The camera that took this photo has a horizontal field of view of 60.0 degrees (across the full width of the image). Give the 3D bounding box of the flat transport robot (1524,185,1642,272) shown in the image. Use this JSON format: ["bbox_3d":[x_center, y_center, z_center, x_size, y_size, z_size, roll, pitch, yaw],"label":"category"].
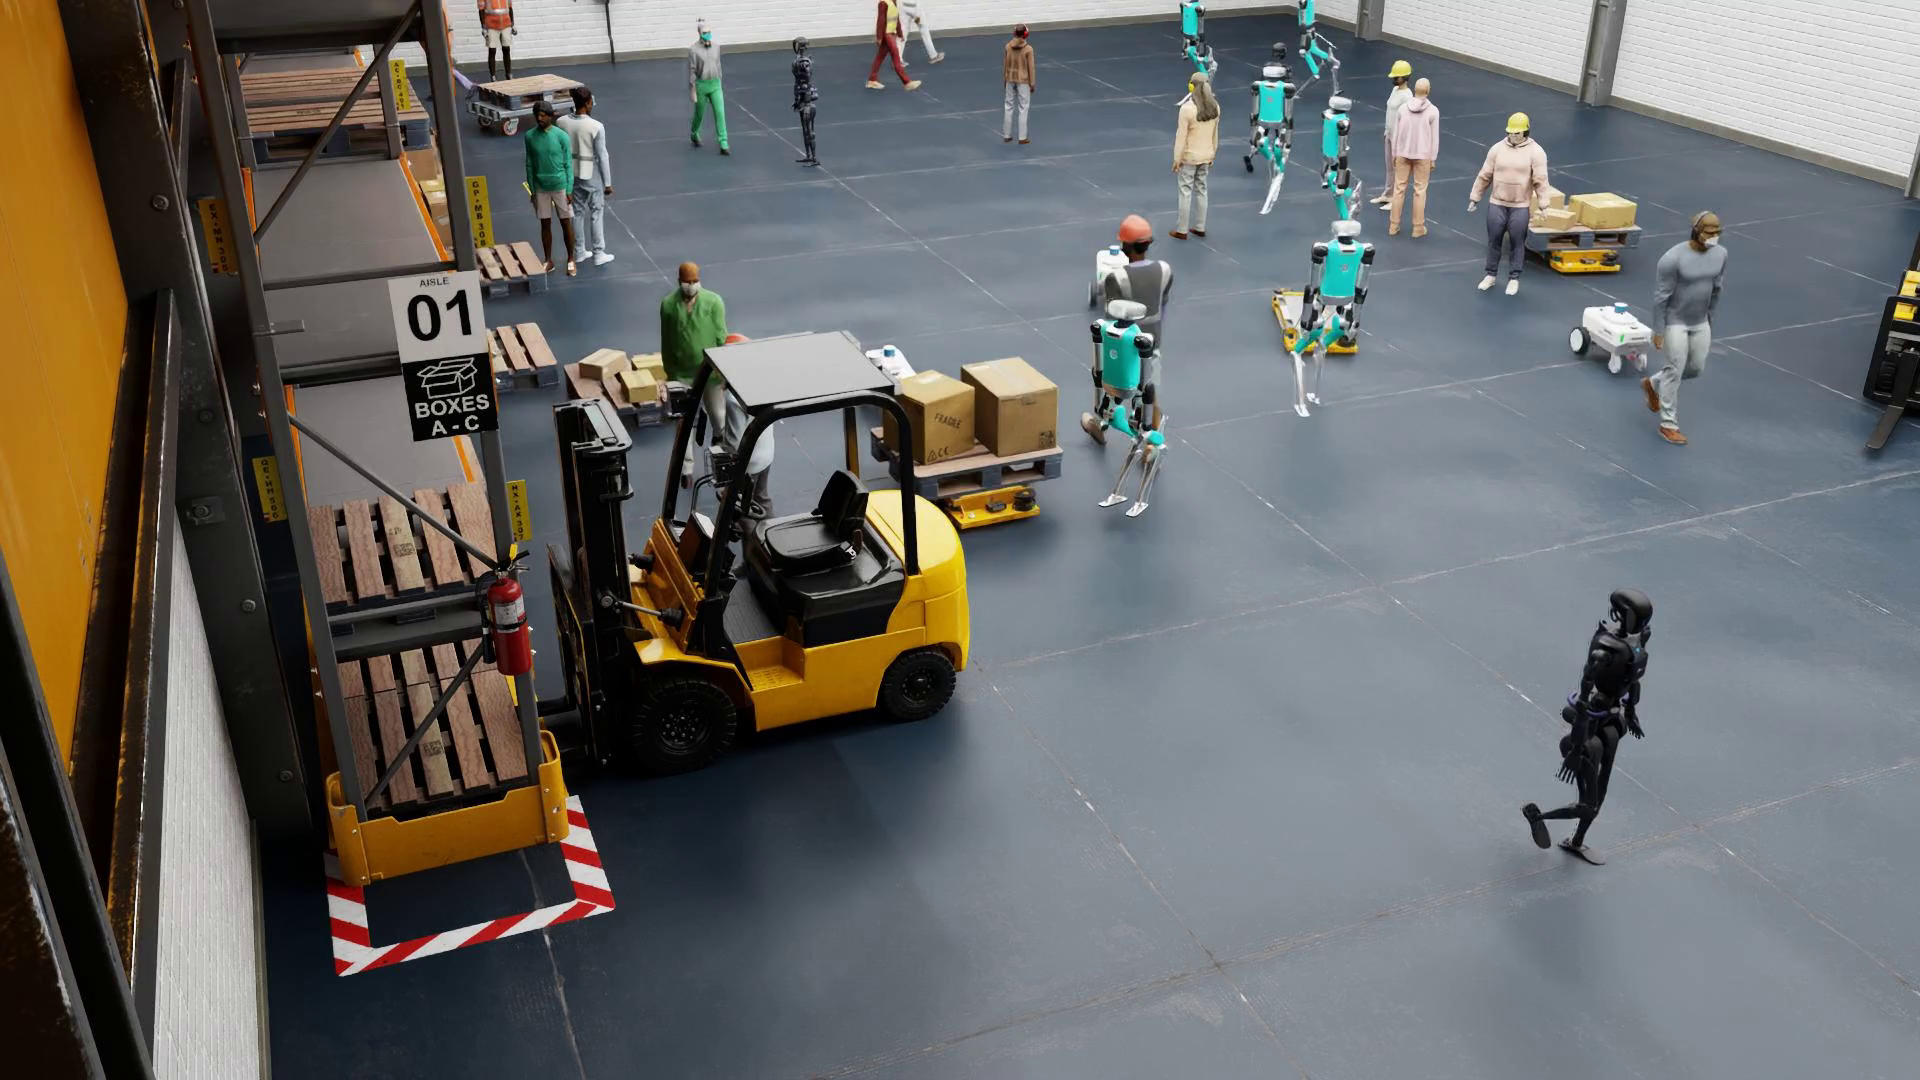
[{"bbox_3d":[6.725,-3.267,18.485,0.659,0.231,1.431,-2,27,-4],"label":"flat transport robot"}]

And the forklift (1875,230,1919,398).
[{"bbox_3d":[9.029,-2.397,14.618,1.214,2.155,2.313,18,32,32],"label":"forklift"}]

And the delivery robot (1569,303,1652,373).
[{"bbox_3d":[6.088,-1.907,15.484,0.499,0.614,0.817,-5,27,-10],"label":"delivery robot"}]

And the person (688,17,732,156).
[{"bbox_3d":[-3.463,-6.176,22.568,0.544,1.803,0.927,-17,31,-30],"label":"person"}]

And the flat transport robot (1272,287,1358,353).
[{"bbox_3d":[3.457,-2.150,16.264,0.659,0.231,1.431,2,27,3],"label":"flat transport robot"}]

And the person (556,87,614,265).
[{"bbox_3d":[-4.041,-3.918,17.962,0.596,1.907,0.408,10,28,20],"label":"person"}]

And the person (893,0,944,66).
[{"bbox_3d":[-0.743,-8.931,28.019,1.000,1.829,0.580,-23,34,-37],"label":"person"}]

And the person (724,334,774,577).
[{"bbox_3d":[-1.474,-0.590,11.525,0.350,1.737,0.572,9,28,17],"label":"person"}]

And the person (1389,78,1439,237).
[{"bbox_3d":[5.168,-4.345,18.944,0.520,1.783,0.403,13,29,24],"label":"person"}]

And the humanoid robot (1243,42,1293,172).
[{"bbox_3d":[4.024,-5.615,21.605,0.634,1.634,0.589,-20,33,-35],"label":"humanoid robot"}]

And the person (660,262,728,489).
[{"bbox_3d":[-2.060,-1.357,13.037,0.545,1.759,0.778,-3,27,-6],"label":"person"}]

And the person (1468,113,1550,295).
[{"bbox_3d":[5.676,-3.480,17.148,0.813,1.856,0.436,15,30,28],"label":"person"}]

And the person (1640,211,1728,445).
[{"bbox_3d":[5.948,-1.790,13.713,0.650,1.919,0.730,-8,28,-16],"label":"person"}]

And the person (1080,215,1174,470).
[{"bbox_3d":[1.351,-1.610,13.271,0.608,1.999,0.978,-9,28,-18],"label":"person"}]

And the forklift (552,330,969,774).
[{"bbox_3d":[-1.094,0.010,9.831,2.313,2.155,1.214,-10,28,-20],"label":"forklift"}]

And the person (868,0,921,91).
[{"bbox_3d":[-1.067,-7.975,26.239,0.941,1.712,0.474,7,28,14],"label":"person"}]

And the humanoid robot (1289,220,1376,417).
[{"bbox_3d":[3.103,-1.917,14.207,0.554,1.805,0.826,-3,27,-6],"label":"humanoid robot"}]

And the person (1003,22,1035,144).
[{"bbox_3d":[0.810,-6.306,23.000,0.473,1.642,0.333,11,29,21],"label":"person"}]

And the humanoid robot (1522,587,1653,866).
[{"bbox_3d":[3.259,0.935,8.569,0.615,1.645,0.408,-21,33,-35],"label":"humanoid robot"}]

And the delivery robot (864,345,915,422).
[{"bbox_3d":[-0.615,-1.396,14.467,0.499,0.613,0.796,-7,27,-13],"label":"delivery robot"}]

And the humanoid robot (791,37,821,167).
[{"bbox_3d":[-2.043,-5.771,21.883,0.315,1.657,0.599,-9,28,-18],"label":"humanoid robot"}]

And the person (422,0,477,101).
[{"bbox_3d":[-7.901,-7.625,25.435,0.823,1.813,0.584,-2,27,-3],"label":"person"}]

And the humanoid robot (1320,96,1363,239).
[{"bbox_3d":[4.274,-3.938,18.252,0.757,1.845,0.553,-6,27,-11],"label":"humanoid robot"}]

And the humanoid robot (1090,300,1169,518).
[{"bbox_3d":[1.317,-1.006,12.205,0.533,1.677,0.735,23,35,38],"label":"humanoid robot"}]

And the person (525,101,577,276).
[{"bbox_3d":[-4.337,-3.735,17.659,0.494,1.850,0.396,0,27,1],"label":"person"}]

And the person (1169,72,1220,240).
[{"bbox_3d":[2.676,-4.341,18.851,0.566,1.867,0.415,-15,30,-27],"label":"person"}]

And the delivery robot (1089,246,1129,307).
[{"bbox_3d":[1.576,-2.721,17.068,0.499,0.582,0.765,1,27,3],"label":"delivery robot"}]

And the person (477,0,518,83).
[{"bbox_3d":[-7.306,-8.147,26.304,0.604,1.966,0.374,-19,32,-33],"label":"person"}]

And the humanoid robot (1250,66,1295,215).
[{"bbox_3d":[3.836,-4.850,20.038,0.549,1.792,0.917,14,30,26],"label":"humanoid robot"}]

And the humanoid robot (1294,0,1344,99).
[{"bbox_3d":[5.587,-7.584,25.487,0.995,1.773,0.533,12,29,22],"label":"humanoid robot"}]

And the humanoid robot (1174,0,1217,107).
[{"bbox_3d":[3.699,-7.416,25.145,1.013,1.762,0.533,-14,30,-25],"label":"humanoid robot"}]

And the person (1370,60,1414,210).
[{"bbox_3d":[5.228,-4.868,20.007,0.313,1.766,0.522,-3,27,-7],"label":"person"}]

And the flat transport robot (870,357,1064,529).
[{"bbox_3d":[0.029,-0.490,12.961,0.659,0.231,1.431,-11,29,-21],"label":"flat transport robot"}]
